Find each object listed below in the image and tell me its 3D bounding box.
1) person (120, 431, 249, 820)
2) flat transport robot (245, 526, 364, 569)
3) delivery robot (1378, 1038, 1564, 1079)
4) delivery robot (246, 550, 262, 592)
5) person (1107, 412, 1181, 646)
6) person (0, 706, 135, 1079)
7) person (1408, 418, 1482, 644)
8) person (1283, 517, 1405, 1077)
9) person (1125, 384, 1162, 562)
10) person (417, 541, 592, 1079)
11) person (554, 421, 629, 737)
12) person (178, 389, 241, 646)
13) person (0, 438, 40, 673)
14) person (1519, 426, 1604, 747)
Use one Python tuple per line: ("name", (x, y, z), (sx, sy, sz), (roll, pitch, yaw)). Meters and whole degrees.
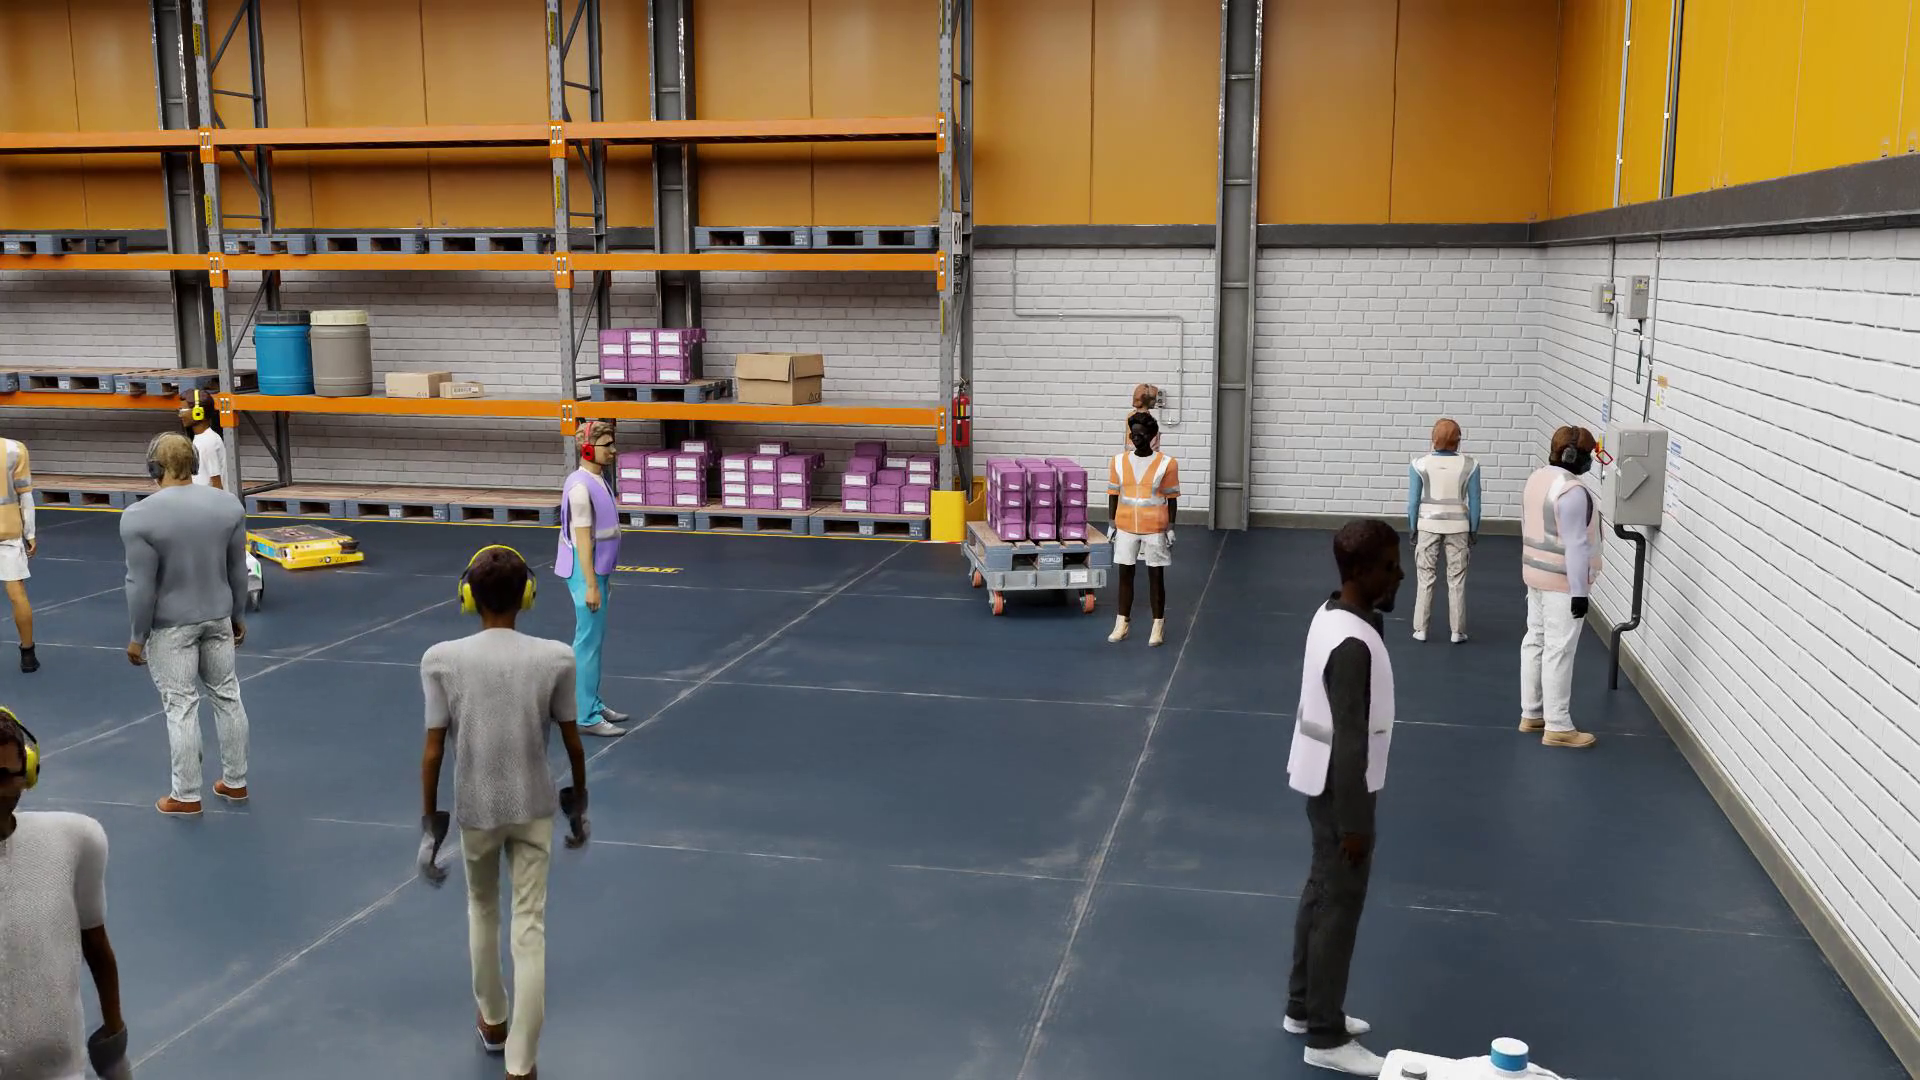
("person", (-3.850, 0.423, 8.302), (0.371, 1.941, 0.627), (7, 12, 35))
("flat transport robot", (-6.142, 0.045, 15.465), (0.652, 0.197, 1.431), (-8, 12, -40))
("delivery robot", (1.559, 1.667, 4.747), (0.707, 0.478, 0.477), (4, 10, 23))
("delivery robot", (-5.815, 0.226, 13.284), (0.477, 0.478, 0.707), (-6, 11, -31))
("person", (1.310, -0.080, 11.996), (0.540, 1.695, 0.317), (4, 10, 23))
("person", (-2.158, 1.255, 3.768), (0.538, 1.813, 0.990), (-6, 11, -32))
("person", (3.496, -0.059, 12.032), (0.514, 1.645, 0.307), (3, 10, 17))
("person", (1.320, 0.866, 5.748), (0.375, 1.919, 0.596), (1, 10, 8))
("person", (1.680, -0.621, 15.379), (0.312, 1.636, 0.520), (-4, 10, -20))
("person", (-1.549, 0.911, 5.682), (0.563, 1.840, 0.797), (-2, 10, -13))
("person", (-2.170, 0.220, 9.771), (0.392, 1.847, 0.563), (-1, 10, -5))
("person", (-5.380, -0.147, 11.885), (0.312, 1.869, 0.538), (-5, 11, -27))
("person", (-6.483, -0.049, 11.102), (0.551, 1.935, 0.375), (-8, 12, -38))
("person", (3.464, 0.259, 9.583), (0.430, 1.838, 0.619), (-1, 10, -5))
